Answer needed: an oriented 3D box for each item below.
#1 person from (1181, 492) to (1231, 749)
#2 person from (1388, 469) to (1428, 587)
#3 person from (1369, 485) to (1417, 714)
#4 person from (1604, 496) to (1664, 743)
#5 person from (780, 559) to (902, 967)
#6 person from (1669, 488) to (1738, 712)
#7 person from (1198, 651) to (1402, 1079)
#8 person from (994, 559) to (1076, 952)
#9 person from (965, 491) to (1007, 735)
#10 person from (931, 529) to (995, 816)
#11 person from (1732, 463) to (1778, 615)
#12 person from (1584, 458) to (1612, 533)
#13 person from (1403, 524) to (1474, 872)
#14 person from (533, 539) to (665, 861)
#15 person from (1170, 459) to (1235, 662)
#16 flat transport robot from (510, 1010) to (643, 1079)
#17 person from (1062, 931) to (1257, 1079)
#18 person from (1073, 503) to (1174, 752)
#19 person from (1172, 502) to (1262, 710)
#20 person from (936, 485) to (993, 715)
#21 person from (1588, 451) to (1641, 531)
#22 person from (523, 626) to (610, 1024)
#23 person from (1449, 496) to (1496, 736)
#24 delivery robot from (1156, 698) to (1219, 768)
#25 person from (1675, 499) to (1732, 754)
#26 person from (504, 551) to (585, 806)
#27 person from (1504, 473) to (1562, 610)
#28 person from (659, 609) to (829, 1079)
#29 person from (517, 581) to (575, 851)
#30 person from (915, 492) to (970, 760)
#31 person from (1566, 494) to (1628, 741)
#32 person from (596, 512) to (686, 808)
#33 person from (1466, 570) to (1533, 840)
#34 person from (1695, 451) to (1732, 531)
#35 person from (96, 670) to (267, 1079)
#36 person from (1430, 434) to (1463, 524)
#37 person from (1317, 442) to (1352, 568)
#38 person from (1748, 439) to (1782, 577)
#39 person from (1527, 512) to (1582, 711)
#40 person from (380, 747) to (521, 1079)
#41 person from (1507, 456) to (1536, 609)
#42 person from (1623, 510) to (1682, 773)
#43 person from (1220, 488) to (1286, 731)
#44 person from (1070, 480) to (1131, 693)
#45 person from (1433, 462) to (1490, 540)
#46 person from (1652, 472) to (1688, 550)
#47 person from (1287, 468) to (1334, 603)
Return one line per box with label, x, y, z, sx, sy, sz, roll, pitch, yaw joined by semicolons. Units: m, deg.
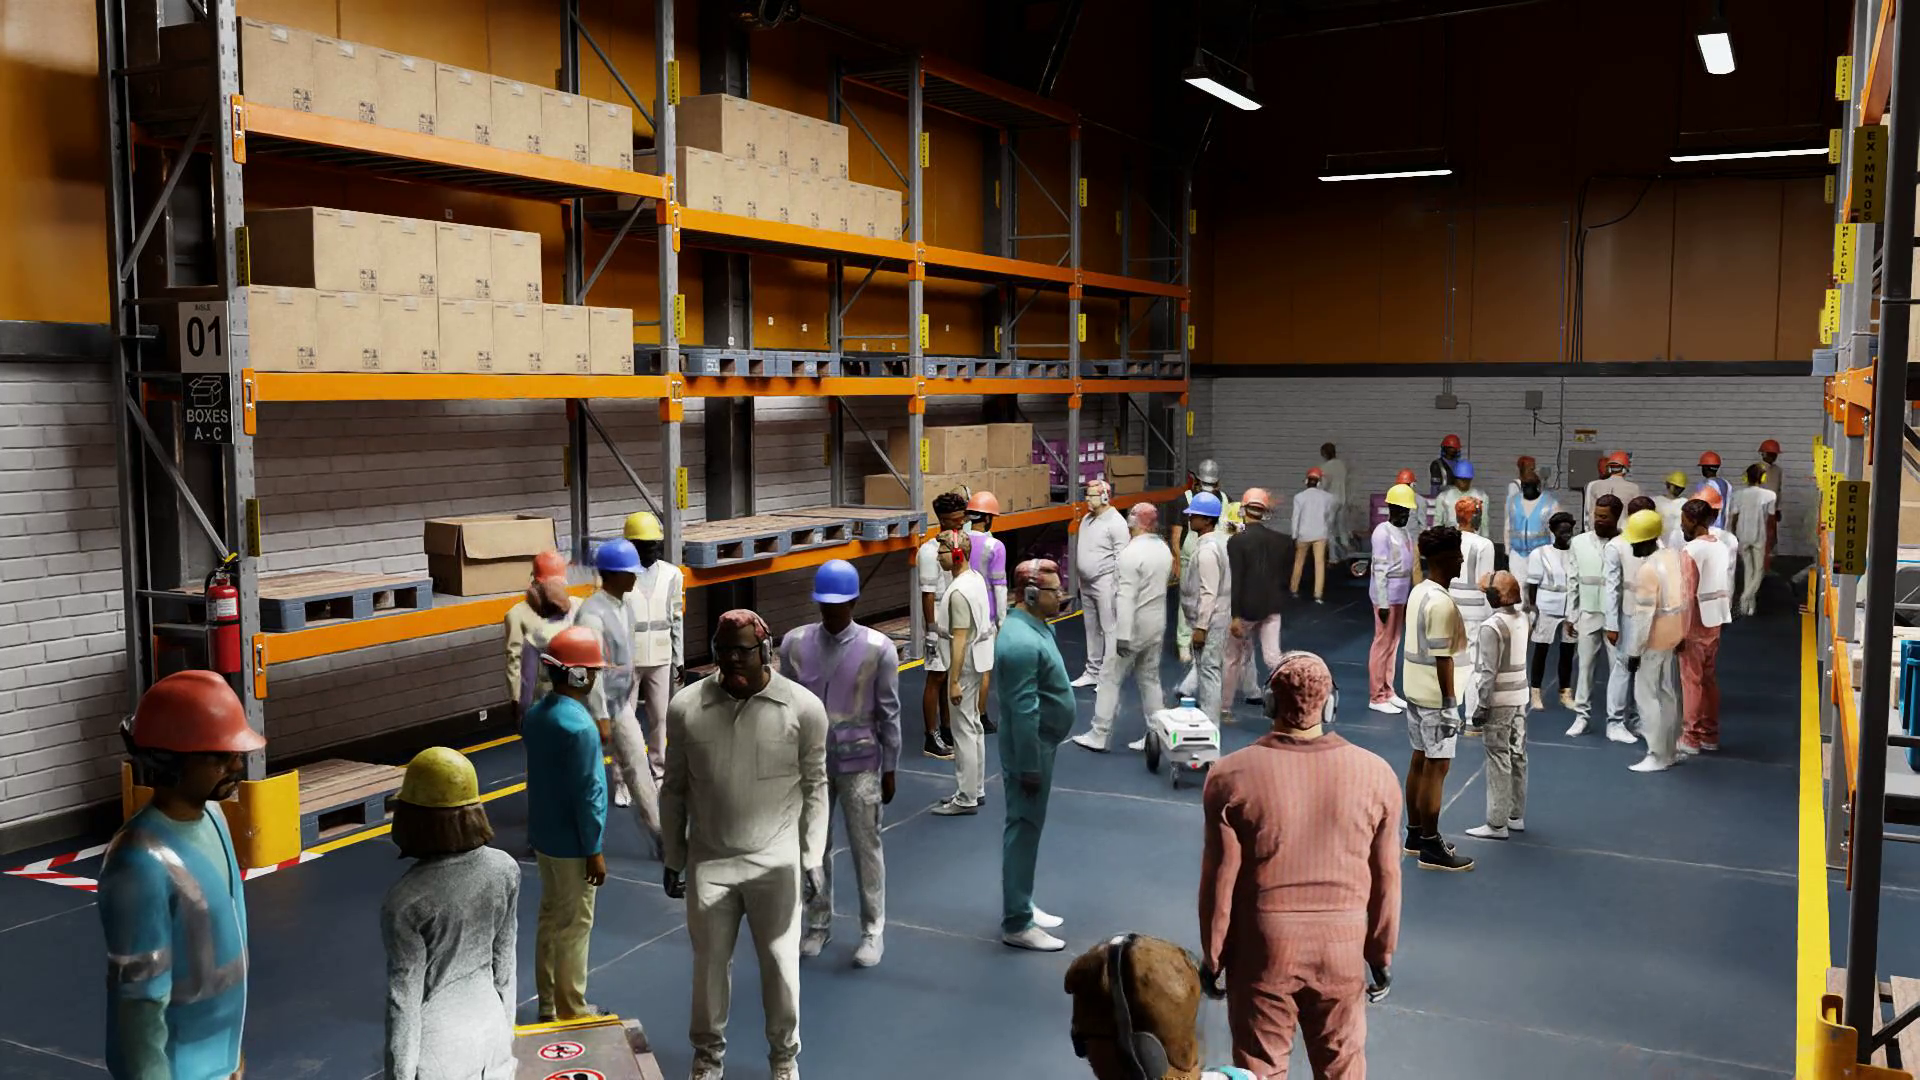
person;1.856;0.610;12.596;0.380;1.951;0.605;1;5;9
person;5.455;-0.002;20.331;0.390;1.739;0.578;-3;6;-33
person;3.660;0.490;14.033;0.383;1.922;0.587;4;6;35
person;5.204;0.608;12.862;0.598;1.908;0.402;-3;6;-31
person;-0.582;1.052;7.926;0.613;1.940;0.416;1;5;15
person;6.265;0.503;14.097;0.565;1.888;0.998;3;6;28
person;1.077;1.305;5.346;0.651;1.906;0.404;0;5;-3
person;0.370;1.039;8.213;0.403;1.906;0.651;0;5;3
person;0.140;0.577;13.108;0.549;1.925;0.392;3;6;33
person;0.031;0.847;10.672;0.394;1.836;0.560;1;5;9
person;9.369;0.013;19.664;0.520;1.842;0.717;4;7;38
person;7.817;-0.067;20.295;0.359;1.877;0.585;-1;5;-13
person;2.730;0.888;9.518;0.367;1.966;0.607;0;5;0
person;-2.019;0.927;9.546;1.041;1.880;0.618;1;5;14
person;2.453;0.198;16.549;0.674;2.000;0.535;-1;5;-11
flat transport robot;-1.433;2.045;6.089;0.652;0.197;1.431;-2;6;-19
person;0.391;1.575;2.901;0.377;1.823;0.553;4;7;36
person;1.223;0.658;12.479;0.718;1.871;0.683;4;7;37
person;2.222;0.565;14.004;0.922;1.790;0.612;0;5;-3
person;0.023;0.512;13.713;0.372;1.940;0.631;-4;7;-37
person;7.698;-0.050;19.528;0.618;1.986;0.408;5;7;44
person;-1.623;1.233;6.999;0.350;1.743;0.563;-4;6;-35
person;3.988;0.596;13.104;0.355;1.883;0.574;-4;7;-36
delivery robot;1.586;1.345;11.605;0.477;0.478;0.707;0;5;-2
person;5.543;0.645;12.463;0.593;1.909;0.410;-5;7;-42
person;-2.531;0.926;10.338;0.576;1.737;0.355;-4;6;-35
person;6.265;0.157;18.293;0.647;1.784;0.970;3;6;33
person;-0.831;1.210;6.367;0.651;1.907;0.409;0;5;0
person;-2.327;1.045;9.821;0.556;1.625;0.343;-4;6;-34
person;-0.091;0.627;12.348;0.368;1.963;0.602;3;6;27
person;5.030;0.595;12.935;0.590;1.917;0.396;4;6;34
person;-2.081;0.776;10.920;0.594;1.926;0.370;-3;6;-29
person;3.290;0.995;10.104;0.514;1.640;0.310;-5;7;-45
person;9.283;-0.132;20.646;0.552;1.935;0.366;-3;6;-26
person;-1.980;1.342;4.314;0.406;2.036;0.608;-1;5;-9
person;7.266;-0.555;24.723;0.604;2.034;0.418;-3;6;-28
person;5.672;-0.513;25.035;0.807;1.907;0.335;-4;7;-38
person;11.530;-0.448;23.807;0.621;1.985;0.414;-2;6;-23
person;5.041;0.603;14.015;0.540;1.696;0.317;0;5;-3
person;-1.446;1.446;4.703;0.294;1.744;0.487;3;6;26
person;6.993;-0.095;20.567;0.409;1.878;0.597;5;7;44
person;4.973;0.714;11.888;0.358;1.889;0.758;4;7;37
person;2.391;0.561;13.301;0.608;1.946;0.970;-3;6;-26
person;1.242;0.414;14.937;0.401;1.910;0.641;-3;6;-30
person;5.627;0.072;18.695;0.603;1.896;0.953;2;6;24
person;8.350;0.064;19.561;0.545;1.729;0.729;2;6;16
person;4.465;-0.070;21.257;0.569;1.688;0.938;-1;5;-7
